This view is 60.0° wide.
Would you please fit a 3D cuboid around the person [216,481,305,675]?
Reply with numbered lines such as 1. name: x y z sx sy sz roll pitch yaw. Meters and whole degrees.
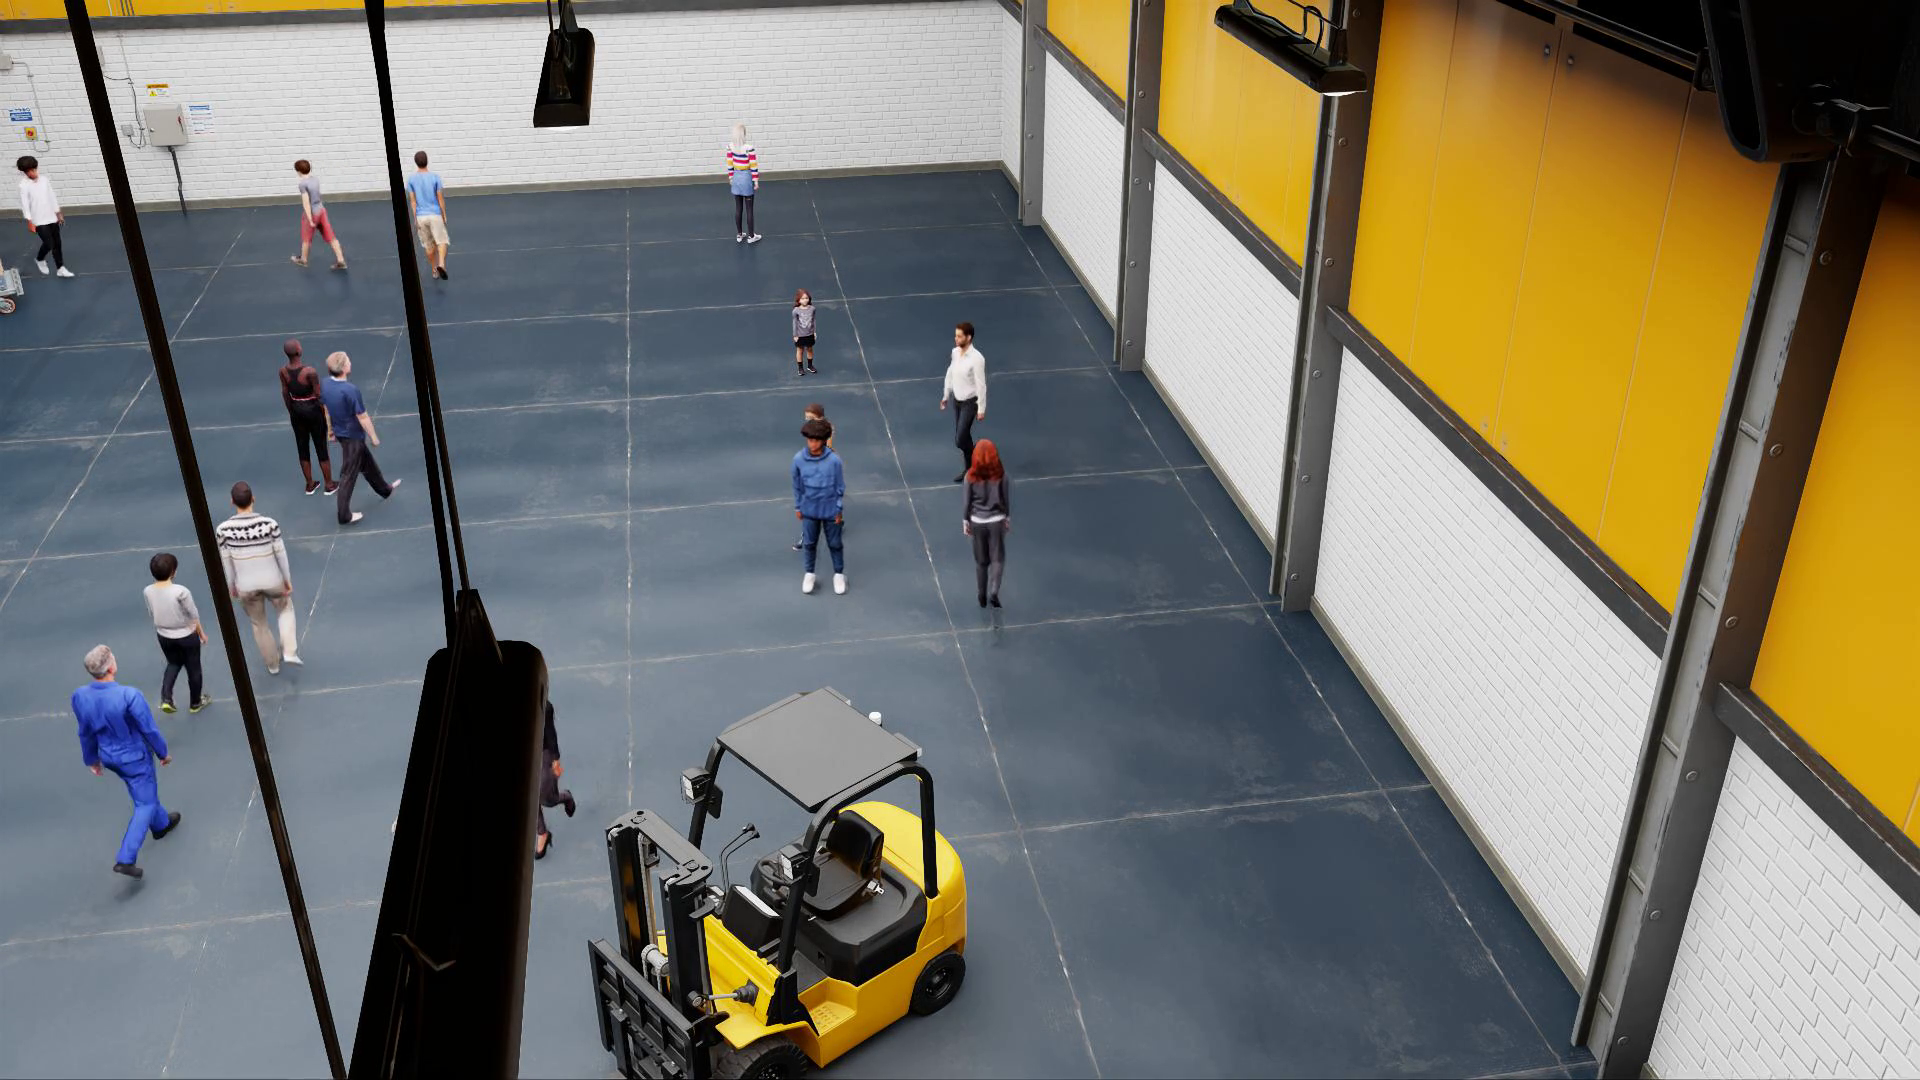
1. person: -6.120 0.399 14.517 0.757 1.845 0.790 -11 30 -19

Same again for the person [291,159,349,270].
1. person: -9.249 -4.665 24.052 1.076 1.604 1.138 12 31 22

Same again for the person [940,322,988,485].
1. person: 0.134 -1.492 17.974 0.811 1.855 0.675 -17 33 -28

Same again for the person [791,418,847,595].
1. person: -1.330 -0.336 15.907 0.713 1.805 0.636 1 29 3

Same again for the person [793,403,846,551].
1. person: -1.366 -0.681 16.832 0.929 1.524 1.068 14 32 25

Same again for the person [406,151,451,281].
1. person: -7.536 -4.555 23.600 0.646 1.845 0.943 -6 29 -11

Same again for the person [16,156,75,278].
1. person: -13.165 -4.623 23.776 0.914 1.796 0.865 11 30 19

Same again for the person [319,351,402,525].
1. person: -6.353 -1.011 17.122 1.141 1.826 1.191 19 34 31

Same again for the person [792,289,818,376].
1. person: -1.946 -2.624 20.831 0.524 1.106 0.528 -15 32 -25

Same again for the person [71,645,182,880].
1. person: -6.180 1.655 12.267 1.004 1.796 1.262 5 29 10

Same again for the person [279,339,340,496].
1. person: -6.979 -1.316 17.752 0.649 1.758 0.612 2 29 4

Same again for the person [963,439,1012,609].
1. person: 0.260 -0.093 15.497 0.666 1.771 0.803 0 29 0

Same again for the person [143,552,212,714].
1. person: -6.633 0.847 14.020 0.662 1.535 0.783 1 29 3

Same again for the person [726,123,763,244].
1. person: -3.298 -5.432 25.246 0.716 1.808 0.713 12 31 21
